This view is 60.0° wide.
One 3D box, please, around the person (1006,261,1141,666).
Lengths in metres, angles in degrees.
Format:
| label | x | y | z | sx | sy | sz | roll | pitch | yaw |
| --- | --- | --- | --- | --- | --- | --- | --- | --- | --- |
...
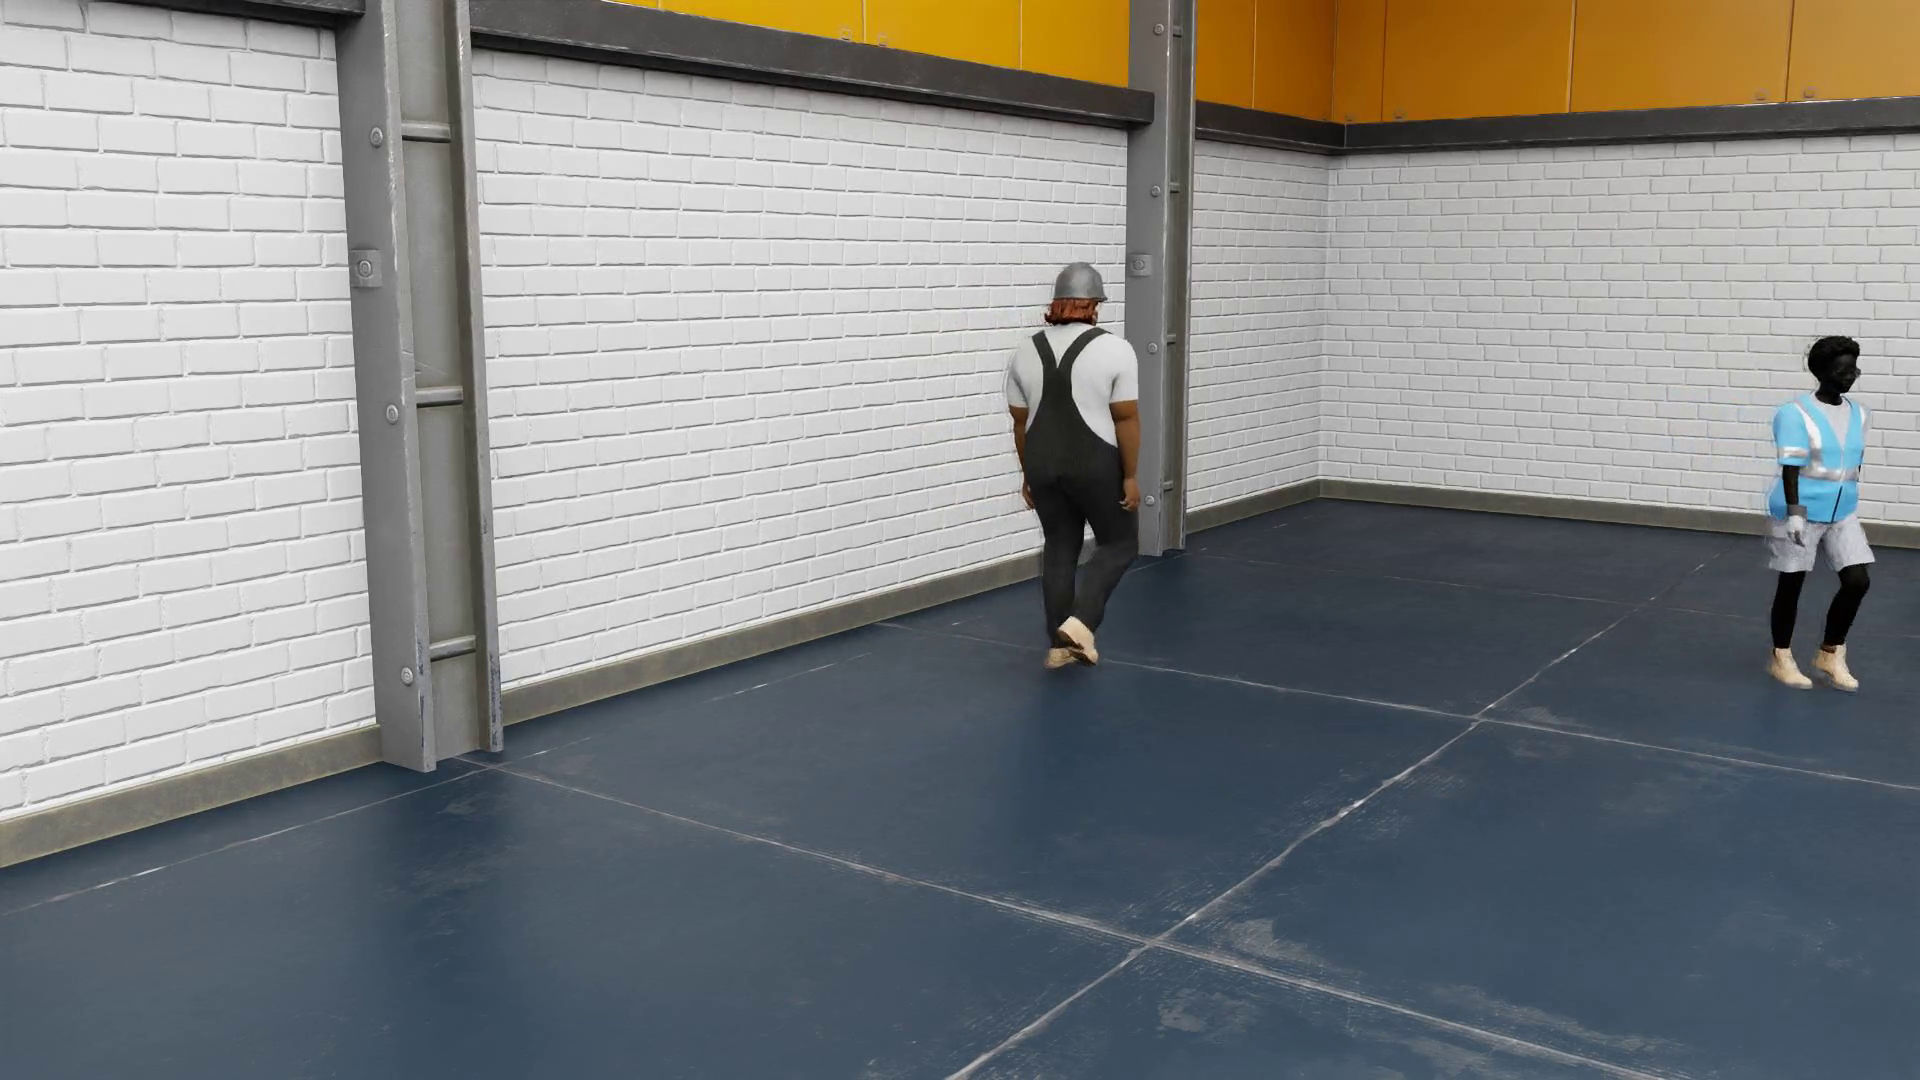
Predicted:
| label | x | y | z | sx | sy | sz | roll | pitch | yaw |
| --- | --- | --- | --- | --- | --- | --- | --- | --- | --- |
| person | 0.600 | -0.367 | 8.227 | 0.704 | 2.000 | 0.537 | 6 | 11 | 32 |

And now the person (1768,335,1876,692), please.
| label | x | y | z | sx | sy | sz | roll | pitch | yaw |
| --- | --- | --- | --- | --- | --- | --- | --- | --- | --- |
| person | 4.031 | -0.109 | 7.757 | 0.539 | 1.677 | 0.502 | -2 | 10 | -11 |
